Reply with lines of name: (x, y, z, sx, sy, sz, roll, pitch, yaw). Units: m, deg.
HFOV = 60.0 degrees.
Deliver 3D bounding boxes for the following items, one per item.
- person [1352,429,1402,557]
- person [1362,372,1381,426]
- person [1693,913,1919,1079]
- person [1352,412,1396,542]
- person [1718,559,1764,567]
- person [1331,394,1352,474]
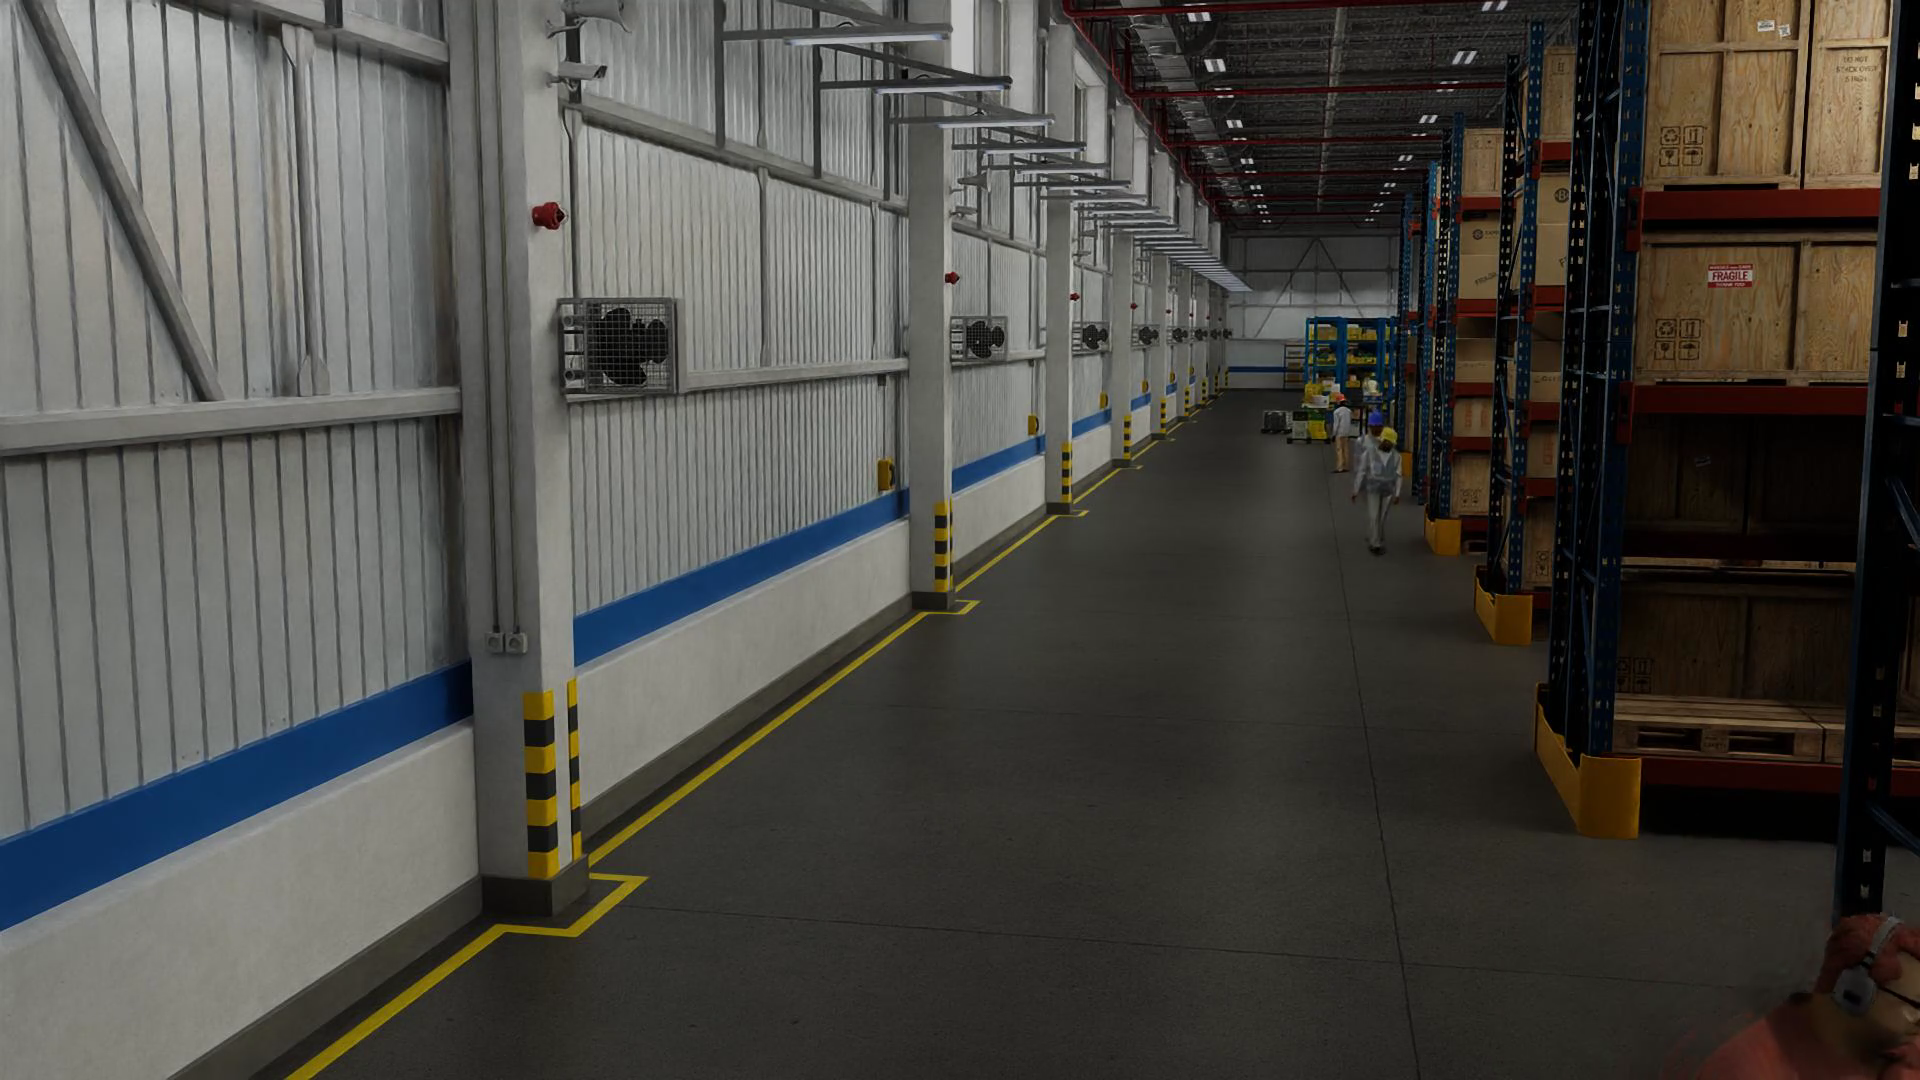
person: (5.817, -0.656, 23.063, 0.656, 1.765, 0.859, -1, 7, -7)
person: (13.518, -4.615, 54.715, 0.646, 1.785, 0.408, 0, 7, -1)
person: (1.873, 1.717, 3.765, 0.702, 1.858, 0.921, -2, 7, -18)
person: (6.113, -0.916, 24.504, 0.639, 1.922, 0.664, 1, 7, 7)
person: (6.571, 0.534, 14.048, 0.512, 1.639, 0.311, -4, 8, -27)
person: (8.352, -2.329, 36.515, 0.573, 1.747, 0.339, -6, 9, -39)
